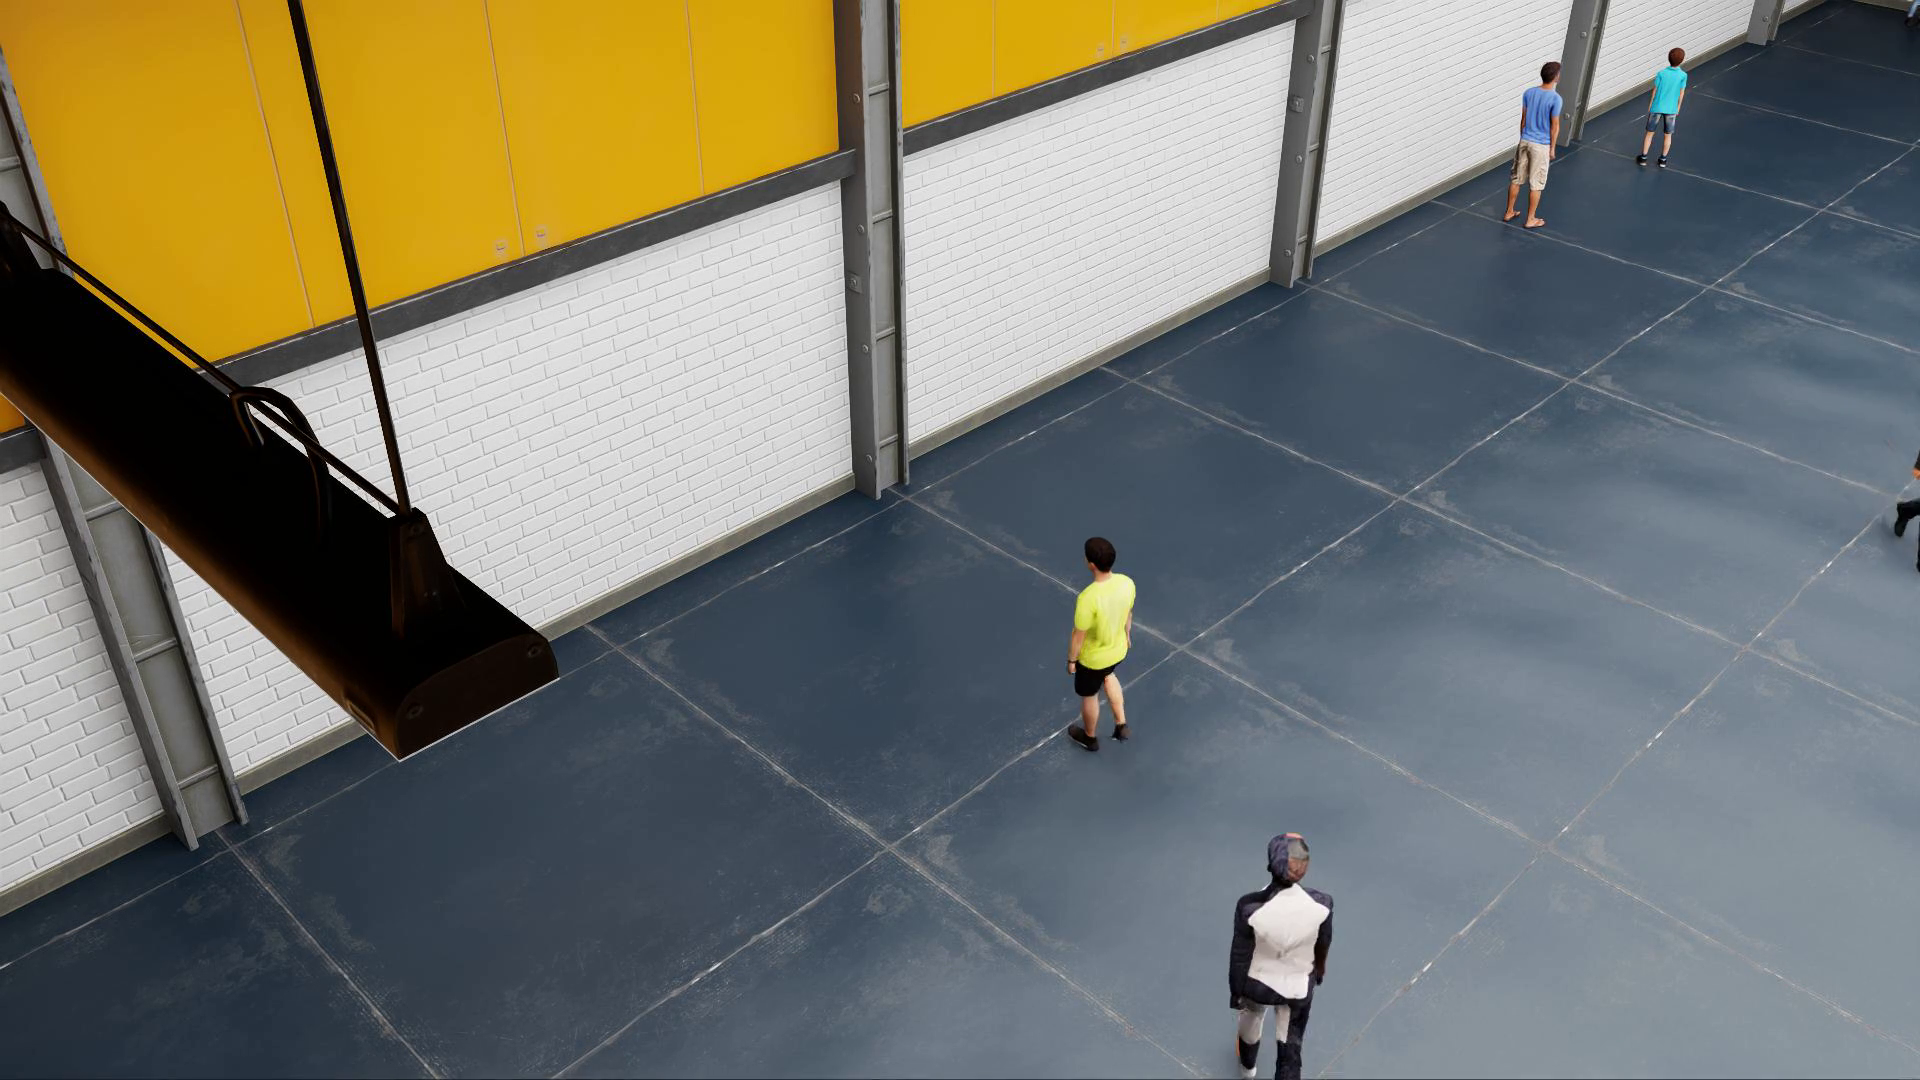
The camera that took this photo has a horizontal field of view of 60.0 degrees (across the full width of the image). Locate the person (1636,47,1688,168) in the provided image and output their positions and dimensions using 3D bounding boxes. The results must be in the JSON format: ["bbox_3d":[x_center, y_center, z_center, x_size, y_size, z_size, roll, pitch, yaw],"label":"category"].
[{"bbox_3d":[8.653,-5.320,20.416,0.585,1.447,0.605,9,35,13],"label":"person"}]

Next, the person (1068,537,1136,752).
[{"bbox_3d":[0.991,0.741,11.068,0.700,1.702,0.764,-22,39,-29],"label":"person"}]

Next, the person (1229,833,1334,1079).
[{"bbox_3d":[1.636,2.335,8.524,1.130,1.863,1.246,3,34,5],"label":"person"}]

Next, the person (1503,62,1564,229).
[{"bbox_3d":[6.490,-4.468,18.758,0.571,1.863,0.653,-25,41,-33],"label":"person"}]
